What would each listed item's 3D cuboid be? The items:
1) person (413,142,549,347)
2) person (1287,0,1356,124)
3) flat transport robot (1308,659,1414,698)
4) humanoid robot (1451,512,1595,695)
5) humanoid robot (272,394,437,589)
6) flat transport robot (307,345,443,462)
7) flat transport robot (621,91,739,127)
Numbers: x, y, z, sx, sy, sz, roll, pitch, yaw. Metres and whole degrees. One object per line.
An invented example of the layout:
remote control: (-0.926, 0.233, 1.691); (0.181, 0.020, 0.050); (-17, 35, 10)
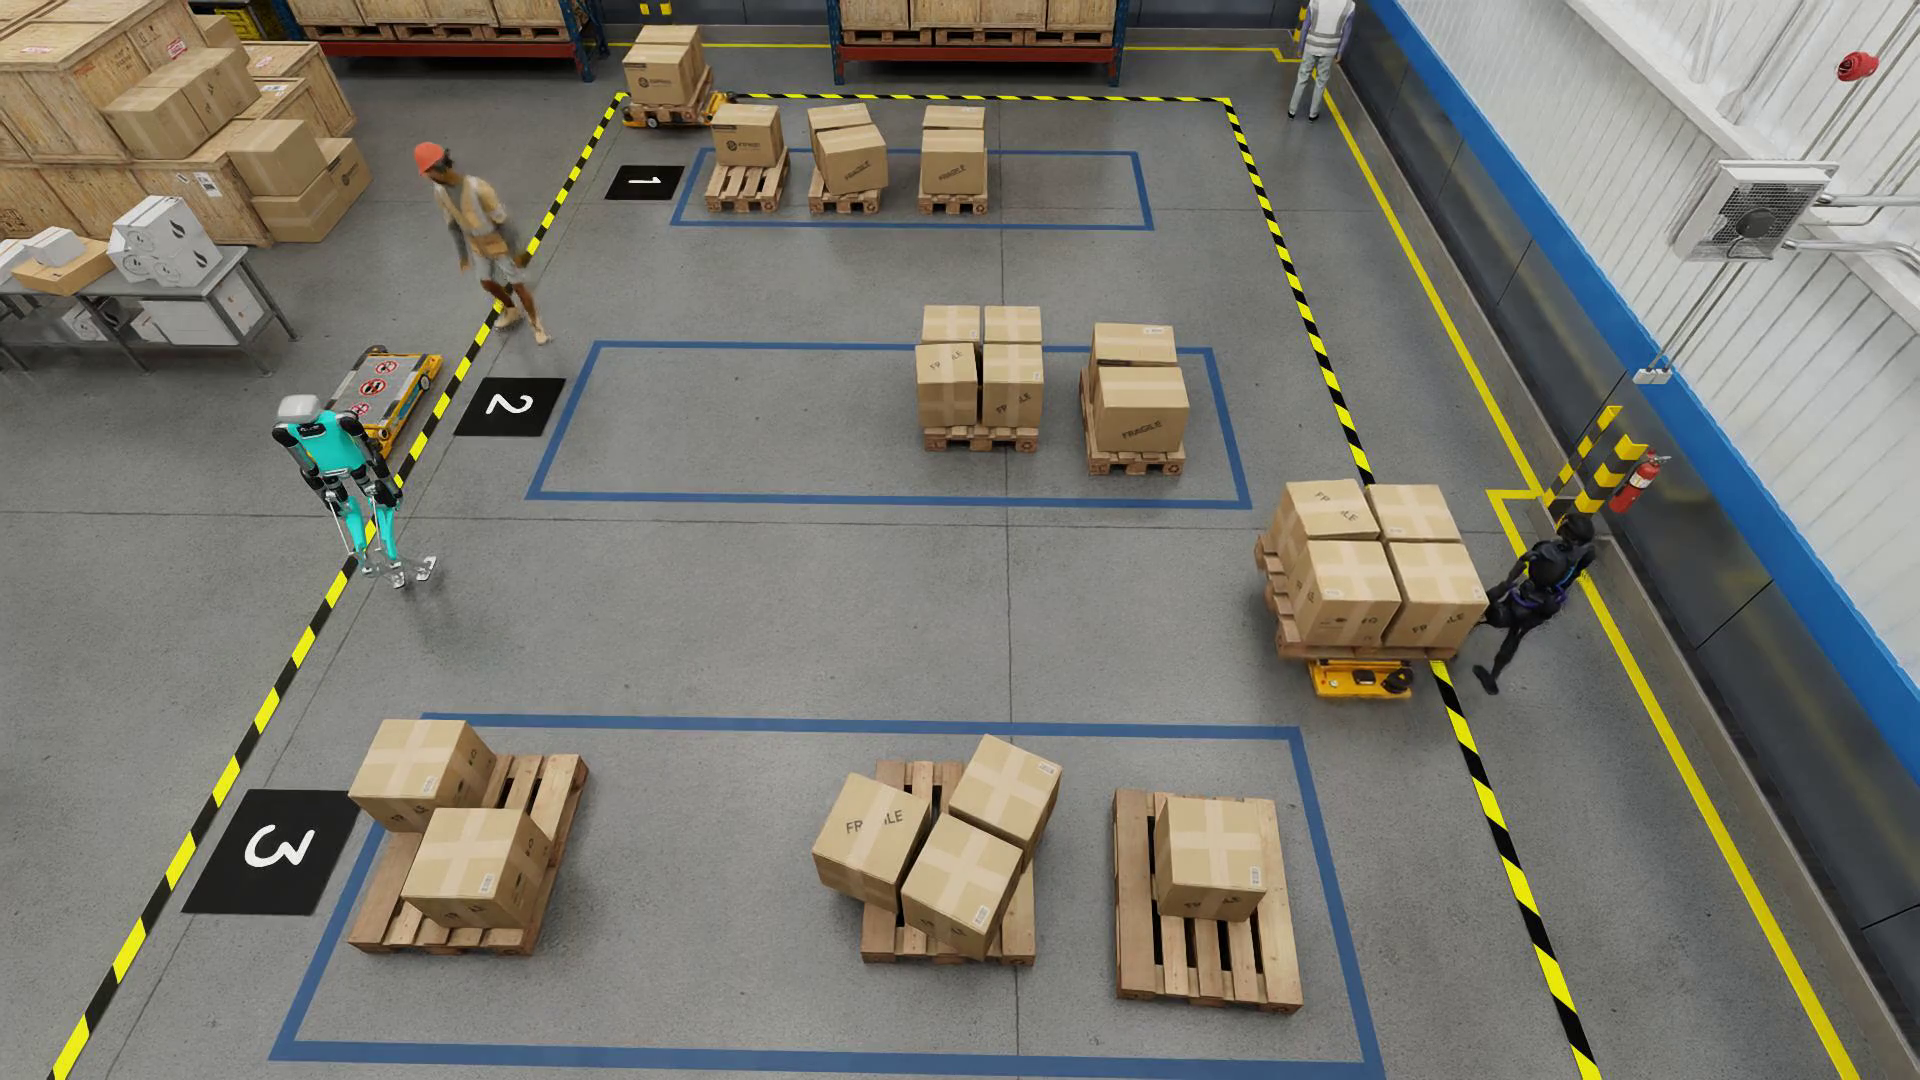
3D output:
person: (-4.402, -2.739, 8.570); (0.714, 1.989, 0.412); (10, 50, 8)
person: (4.584, -6.252, 11.630); (0.591, 1.836, 0.404); (16, 52, 13)
flat transport robot: (2.877, 0.521, 6.908); (0.652, 0.197, 1.431); (1, 50, 1)
humanoid robot: (3.731, 0.382, 6.125); (0.600, 1.640, 0.567); (-7, 50, -6)
humanoid robot: (-4.282, -0.204, 6.489); (0.533, 1.677, 0.735); (-11, 51, -9)
flat transport robot: (-5.383, -1.269, 8.441); (0.659, 0.231, 1.431); (1, 50, 1)
flat transport robot: (-3.726, -5.756, 12.219); (1.431, 0.197, 0.652); (1, 50, 1)
